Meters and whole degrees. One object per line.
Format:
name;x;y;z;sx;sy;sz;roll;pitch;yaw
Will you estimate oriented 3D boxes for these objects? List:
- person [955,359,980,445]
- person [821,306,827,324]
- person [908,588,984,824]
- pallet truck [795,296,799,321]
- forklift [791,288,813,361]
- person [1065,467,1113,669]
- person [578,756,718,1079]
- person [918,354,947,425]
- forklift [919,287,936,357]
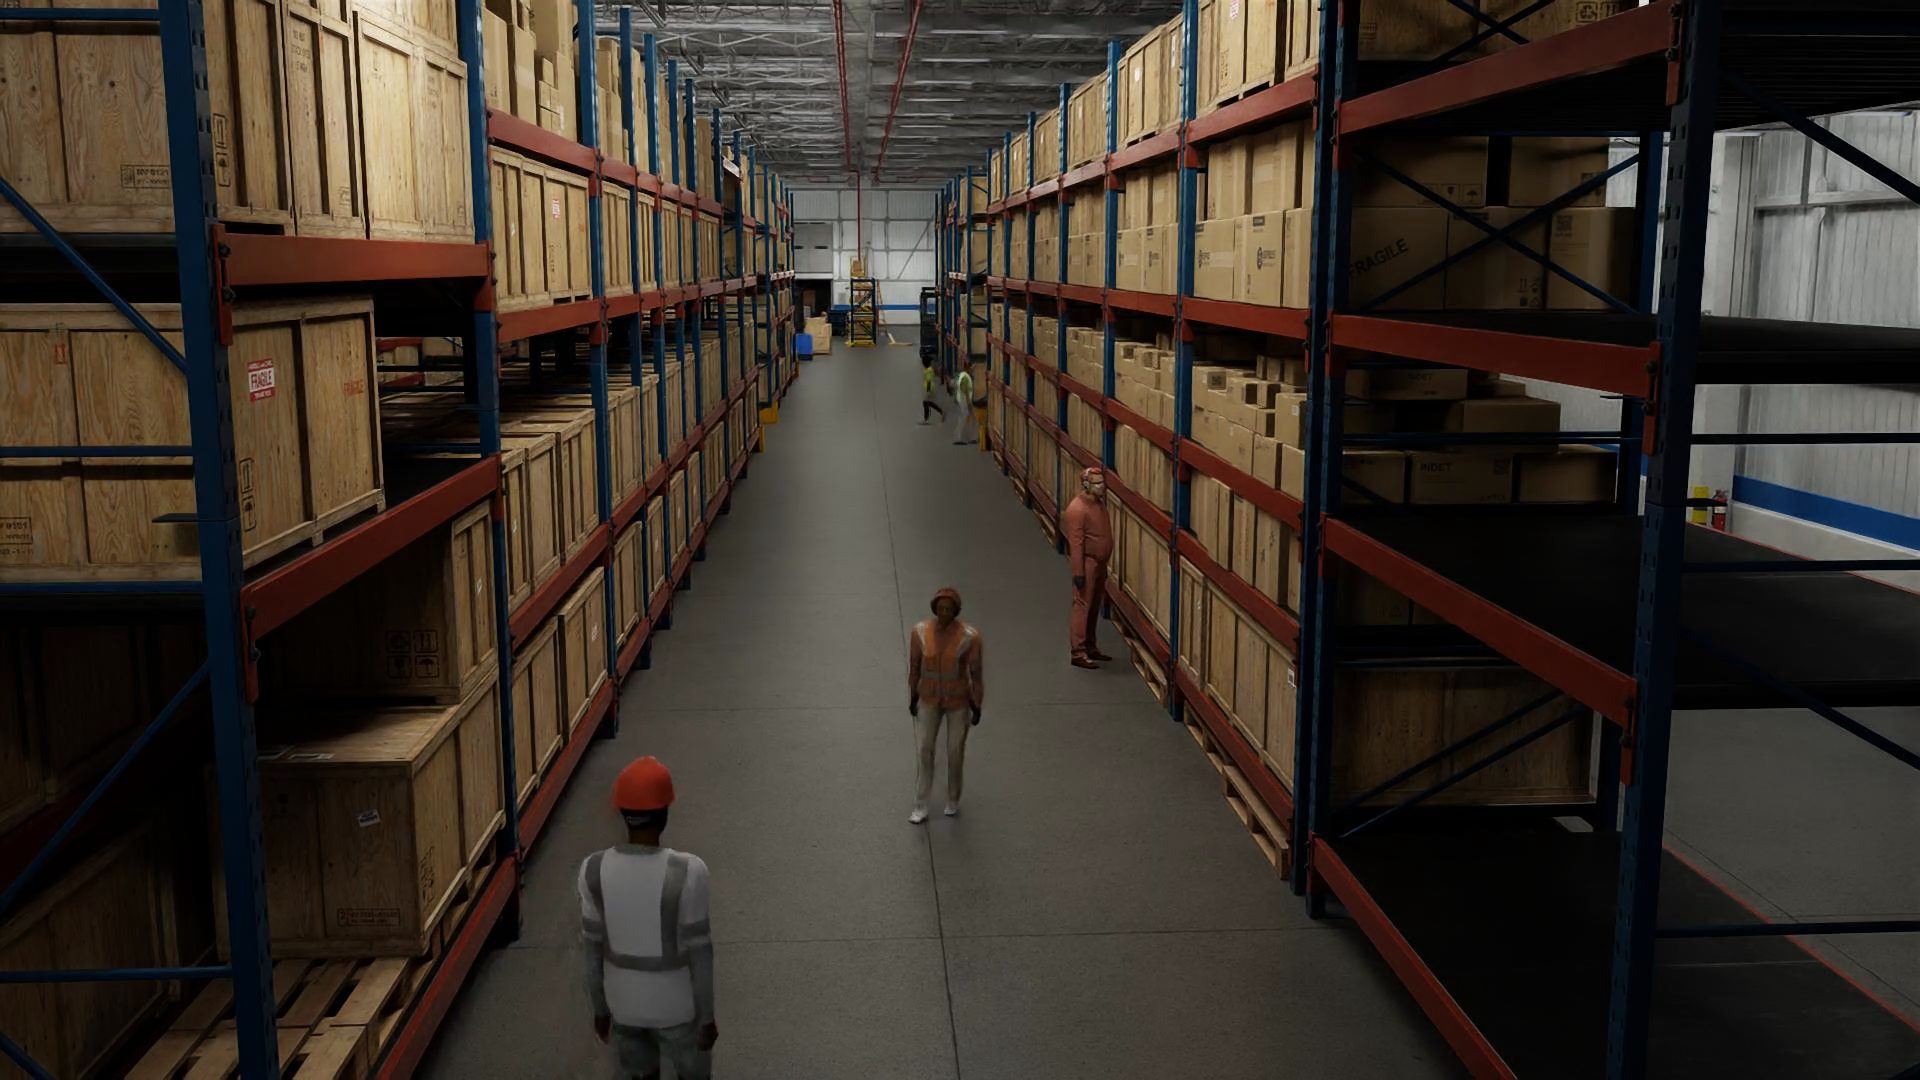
person;0.250;-2.895;34.922;0.775;1.816;0.589;1;10;4
person;-6.633;-10.573;81.203;0.330;1.687;0.534;-3;10;-20
person;-0.117;1.144;11.362;0.545;1.615;0.659;2;10;11
pallet truck;-8.622;-12.439;91.403;1.885;1.965;0.823;2;10;13
forklift;-6.427;-8.288;63.973;1.129;2.768;1.873;-4;10;-22
person;1.253;0.256;15.843;0.409;1.907;0.651;5;11;26
person;-1.227;1.809;6.497;0.552;1.924;0.539;3;10;16
person;-0.655;-3.536;39.160;0.620;1.678;0.542;1;10;4
forklift;-1.079;-8.845;67.305;1.129;2.768;1.873;-1;10;-3
